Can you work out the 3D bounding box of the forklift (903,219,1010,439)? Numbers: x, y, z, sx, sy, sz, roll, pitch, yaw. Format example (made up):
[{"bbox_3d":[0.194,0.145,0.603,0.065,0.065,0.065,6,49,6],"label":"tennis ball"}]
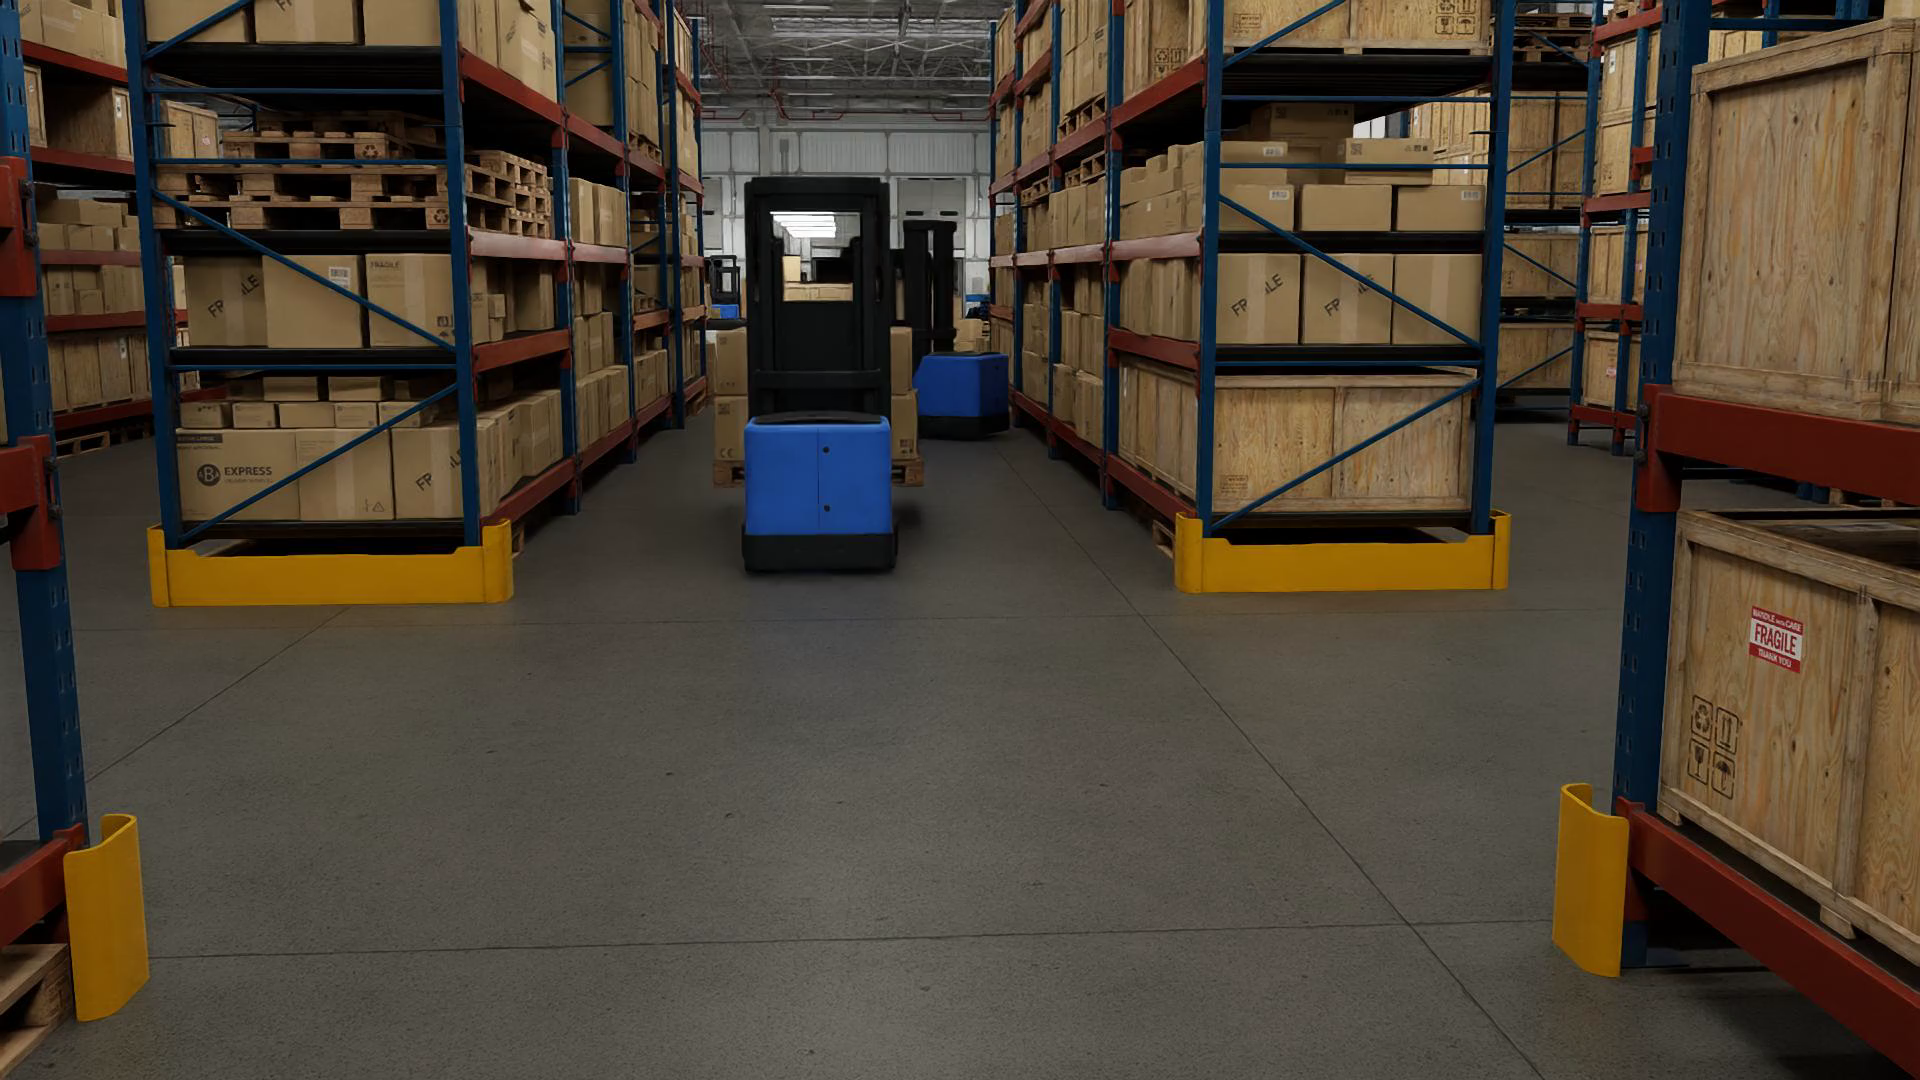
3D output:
[{"bbox_3d":[-0.379,-2.785,21.818,1.873,2.768,1.129,4,10,26],"label":"forklift"}]

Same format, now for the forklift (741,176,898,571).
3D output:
[{"bbox_3d":[-1.045,-1.270,12.302,1.129,2.768,1.873,-1,9,-4],"label":"forklift"}]

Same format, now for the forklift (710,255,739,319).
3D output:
[{"bbox_3d":[-8.368,-8.713,59.038,1.129,2.768,1.873,-1,9,-4],"label":"forklift"}]
